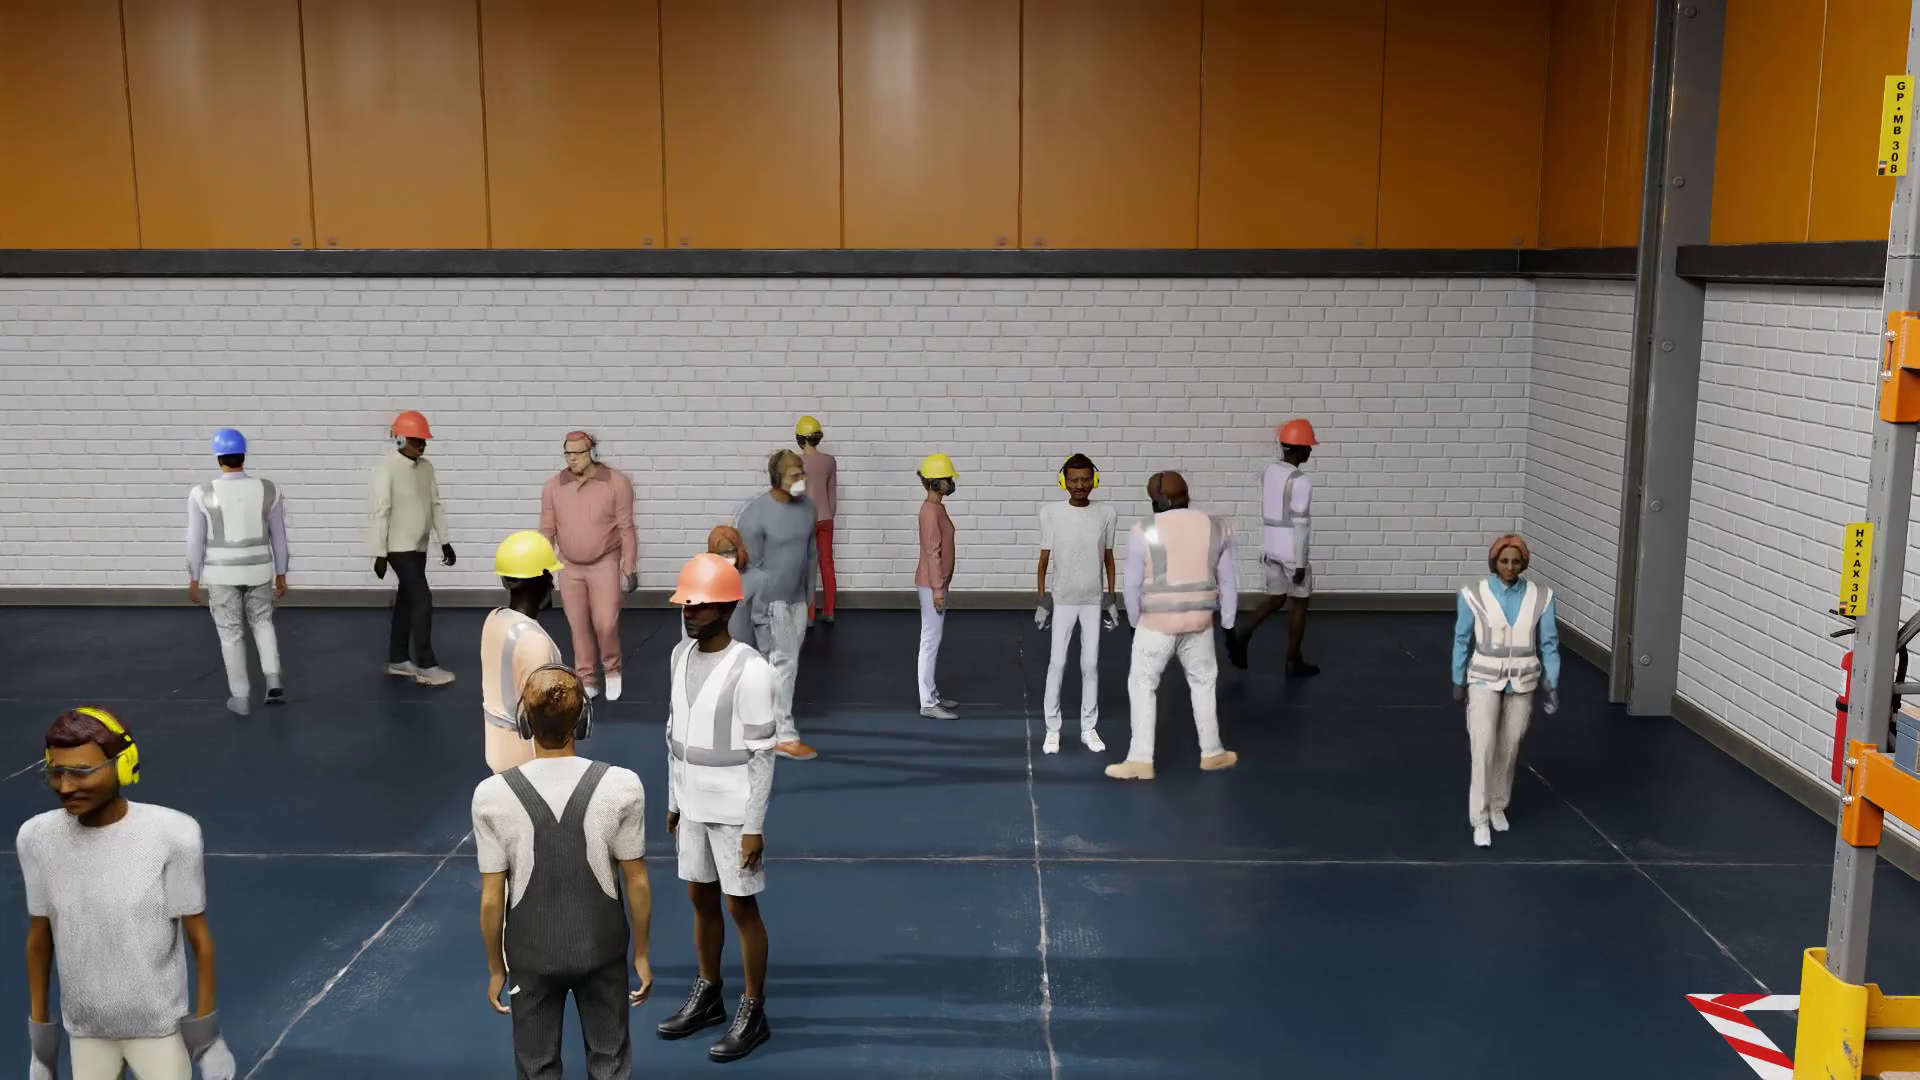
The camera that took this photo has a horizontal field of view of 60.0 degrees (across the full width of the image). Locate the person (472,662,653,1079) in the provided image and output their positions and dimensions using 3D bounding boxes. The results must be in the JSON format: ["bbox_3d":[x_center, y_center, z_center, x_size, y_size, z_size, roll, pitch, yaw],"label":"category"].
[{"bbox_3d":[-1.188,1.273,5.033,0.508,1.846,0.345,-2,10,-13],"label":"person"}]

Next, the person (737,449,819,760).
[{"bbox_3d":[-1.208,0.367,10.309,0.856,1.911,0.636,6,11,34],"label":"person"}]

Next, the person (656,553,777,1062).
[{"bbox_3d":[-0.938,1.006,6.343,0.547,1.942,0.350,8,12,40],"label":"person"}]

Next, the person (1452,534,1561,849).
[{"bbox_3d":[2.847,0.790,8.633,0.518,1.613,0.730,1,9,4],"label":"person"}]

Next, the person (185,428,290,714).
[{"bbox_3d":[-4.813,0.217,11.089,0.618,1.929,0.430,-8,12,-39],"label":"person"}]

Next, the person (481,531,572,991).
[{"bbox_3d":[-1.775,0.917,6.913,0.364,1.928,0.594,-6,11,-32],"label":"person"}]

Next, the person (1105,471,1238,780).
[{"bbox_3d":[1.311,0.499,9.806,0.858,1.810,0.431,-3,10,-16],"label":"person"}]

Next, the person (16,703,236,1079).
[{"bbox_3d":[-2.279,1.342,4.578,0.568,1.863,0.332,0,9,-1],"label":"person"}]

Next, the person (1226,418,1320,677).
[{"bbox_3d":[2.308,0.072,12.019,0.653,1.912,0.553,-5,11,-26],"label":"person"}]

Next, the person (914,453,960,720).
[{"bbox_3d":[-0.149,0.302,11.076,0.304,1.772,0.525,0,9,0],"label":"person"}]

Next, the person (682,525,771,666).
[{"bbox_3d":[-1.348,0.656,9.638,0.511,1.536,1.002,-3,10,-16],"label":"person"}]

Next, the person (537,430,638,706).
[{"bbox_3d":[-2.551,0.196,11.335,0.684,1.892,0.435,1,10,7],"label":"person"}]

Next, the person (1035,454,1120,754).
[{"bbox_3d":[0.725,0.390,10.252,0.532,1.868,0.310,-1,10,-8],"label":"person"}]

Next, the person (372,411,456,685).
[{"bbox_3d":[-3.877,0.056,11.996,0.821,1.959,0.617,2,10,14],"label":"person"}]

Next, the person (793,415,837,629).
[{"bbox_3d":[-1.235,-0.146,13.763,0.307,1.772,0.523,9,13,42],"label":"person"}]
